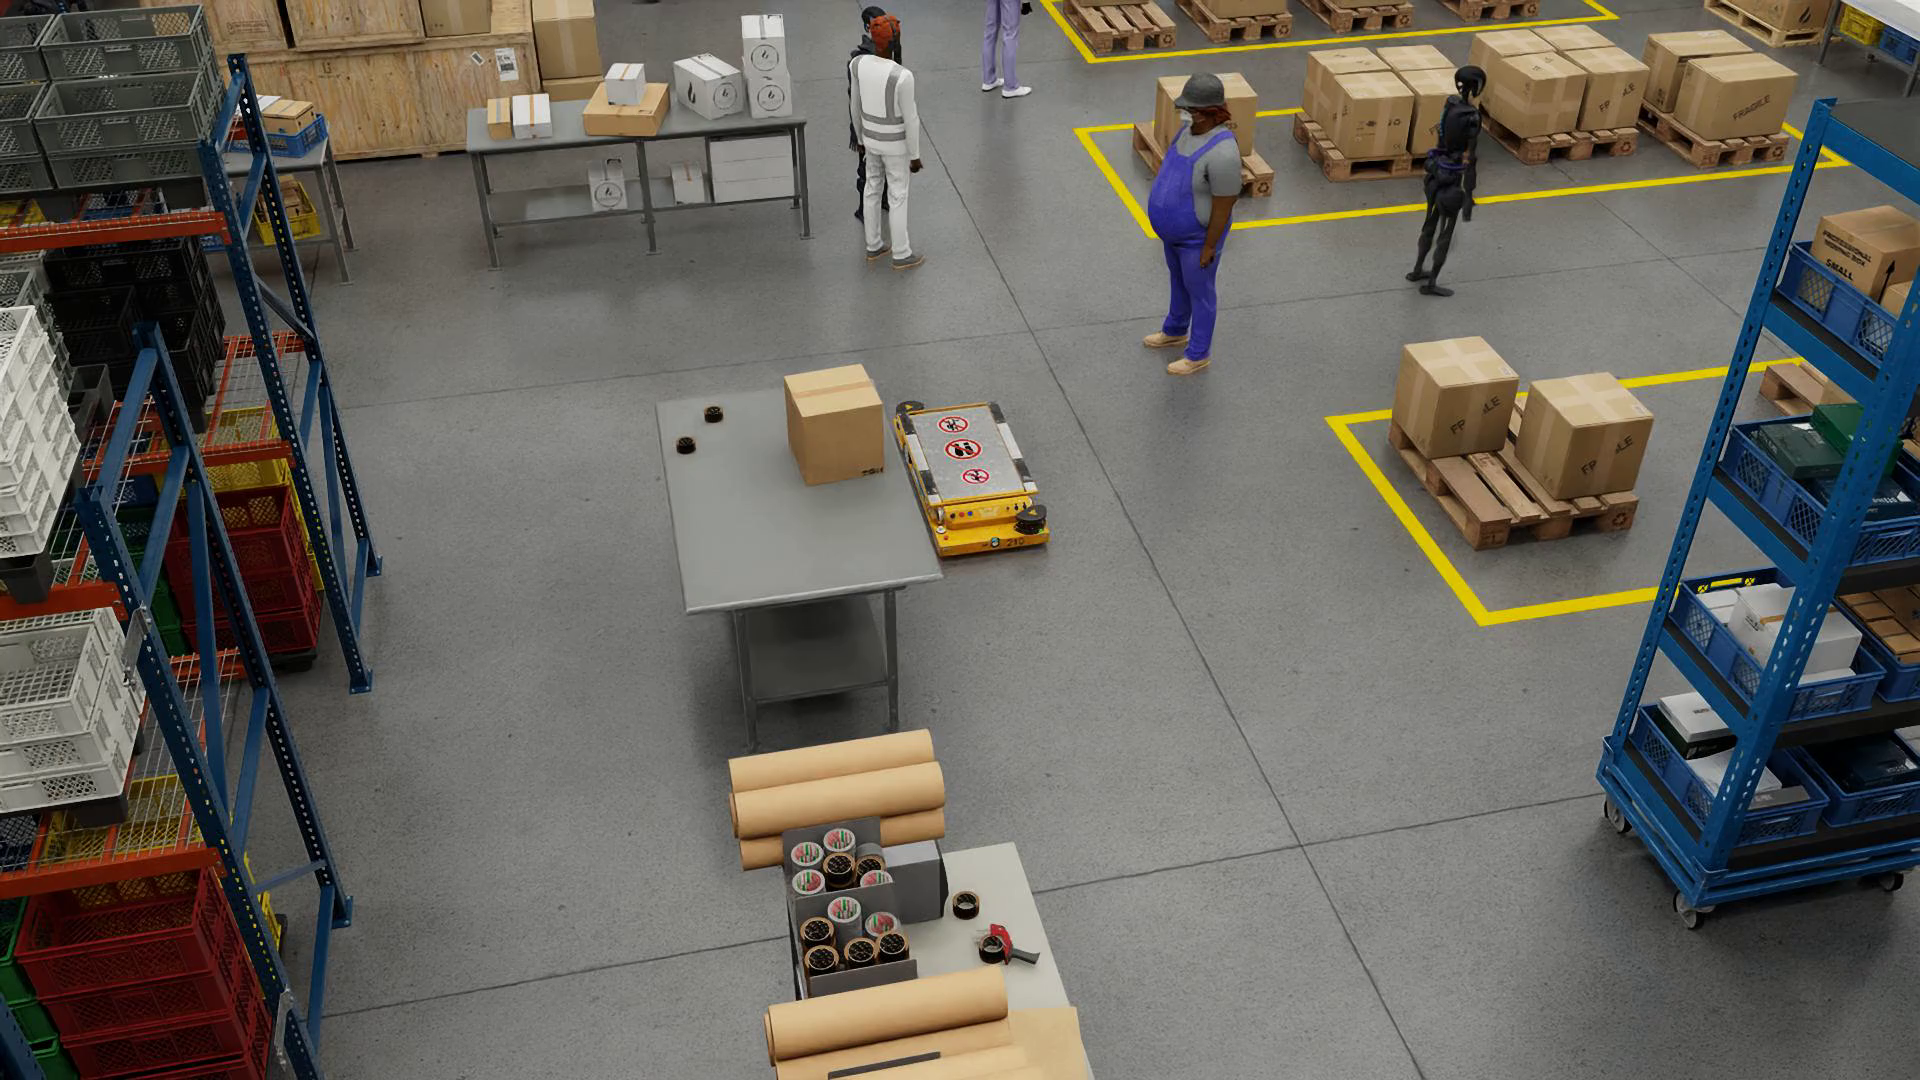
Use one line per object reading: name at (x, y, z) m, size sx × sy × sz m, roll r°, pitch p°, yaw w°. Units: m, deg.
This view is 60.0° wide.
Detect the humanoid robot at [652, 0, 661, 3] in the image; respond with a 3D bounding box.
humanoid robot at (-2.953, -6.290, 16.862) m, size 0.744 × 1.638 × 0.606 m, roll -8°, pitch 37°, yaw -10°

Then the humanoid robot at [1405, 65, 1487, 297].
humanoid robot at (3.477, -2.554, 11.796) m, size 0.315 × 1.657 × 0.607 m, roll -6°, pitch 37°, yaw -8°

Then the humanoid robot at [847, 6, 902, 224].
humanoid robot at (-0.633, -3.250, 12.727) m, size 0.329 × 1.660 × 0.587 m, roll 30°, pitch 46°, yaw 34°

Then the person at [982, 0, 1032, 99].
person at (0.401, -4.898, 14.748) m, size 0.594 × 1.925 × 0.368 m, roll 30°, pitch 46°, yaw 34°

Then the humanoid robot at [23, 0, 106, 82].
humanoid robot at (-7.237, -3.867, 13.560) m, size 0.315 × 1.657 × 0.611 m, roll 20°, pitch 41°, yaw 25°

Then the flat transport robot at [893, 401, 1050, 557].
flat transport robot at (0.046, -0.430, 10.108) m, size 0.652 × 0.197 × 1.431 m, roll -8°, pitch 37°, yaw -10°

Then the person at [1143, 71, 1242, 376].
person at (1.484, -2.058, 10.837) m, size 0.538 × 2.000 × 0.682 m, roll -11°, pitch 38°, yaw -14°

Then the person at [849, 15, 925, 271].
person at (-0.520, -2.865, 12.052) m, size 0.582 × 1.882 × 0.351 m, roll 24°, pitch 43°, yaw 29°
